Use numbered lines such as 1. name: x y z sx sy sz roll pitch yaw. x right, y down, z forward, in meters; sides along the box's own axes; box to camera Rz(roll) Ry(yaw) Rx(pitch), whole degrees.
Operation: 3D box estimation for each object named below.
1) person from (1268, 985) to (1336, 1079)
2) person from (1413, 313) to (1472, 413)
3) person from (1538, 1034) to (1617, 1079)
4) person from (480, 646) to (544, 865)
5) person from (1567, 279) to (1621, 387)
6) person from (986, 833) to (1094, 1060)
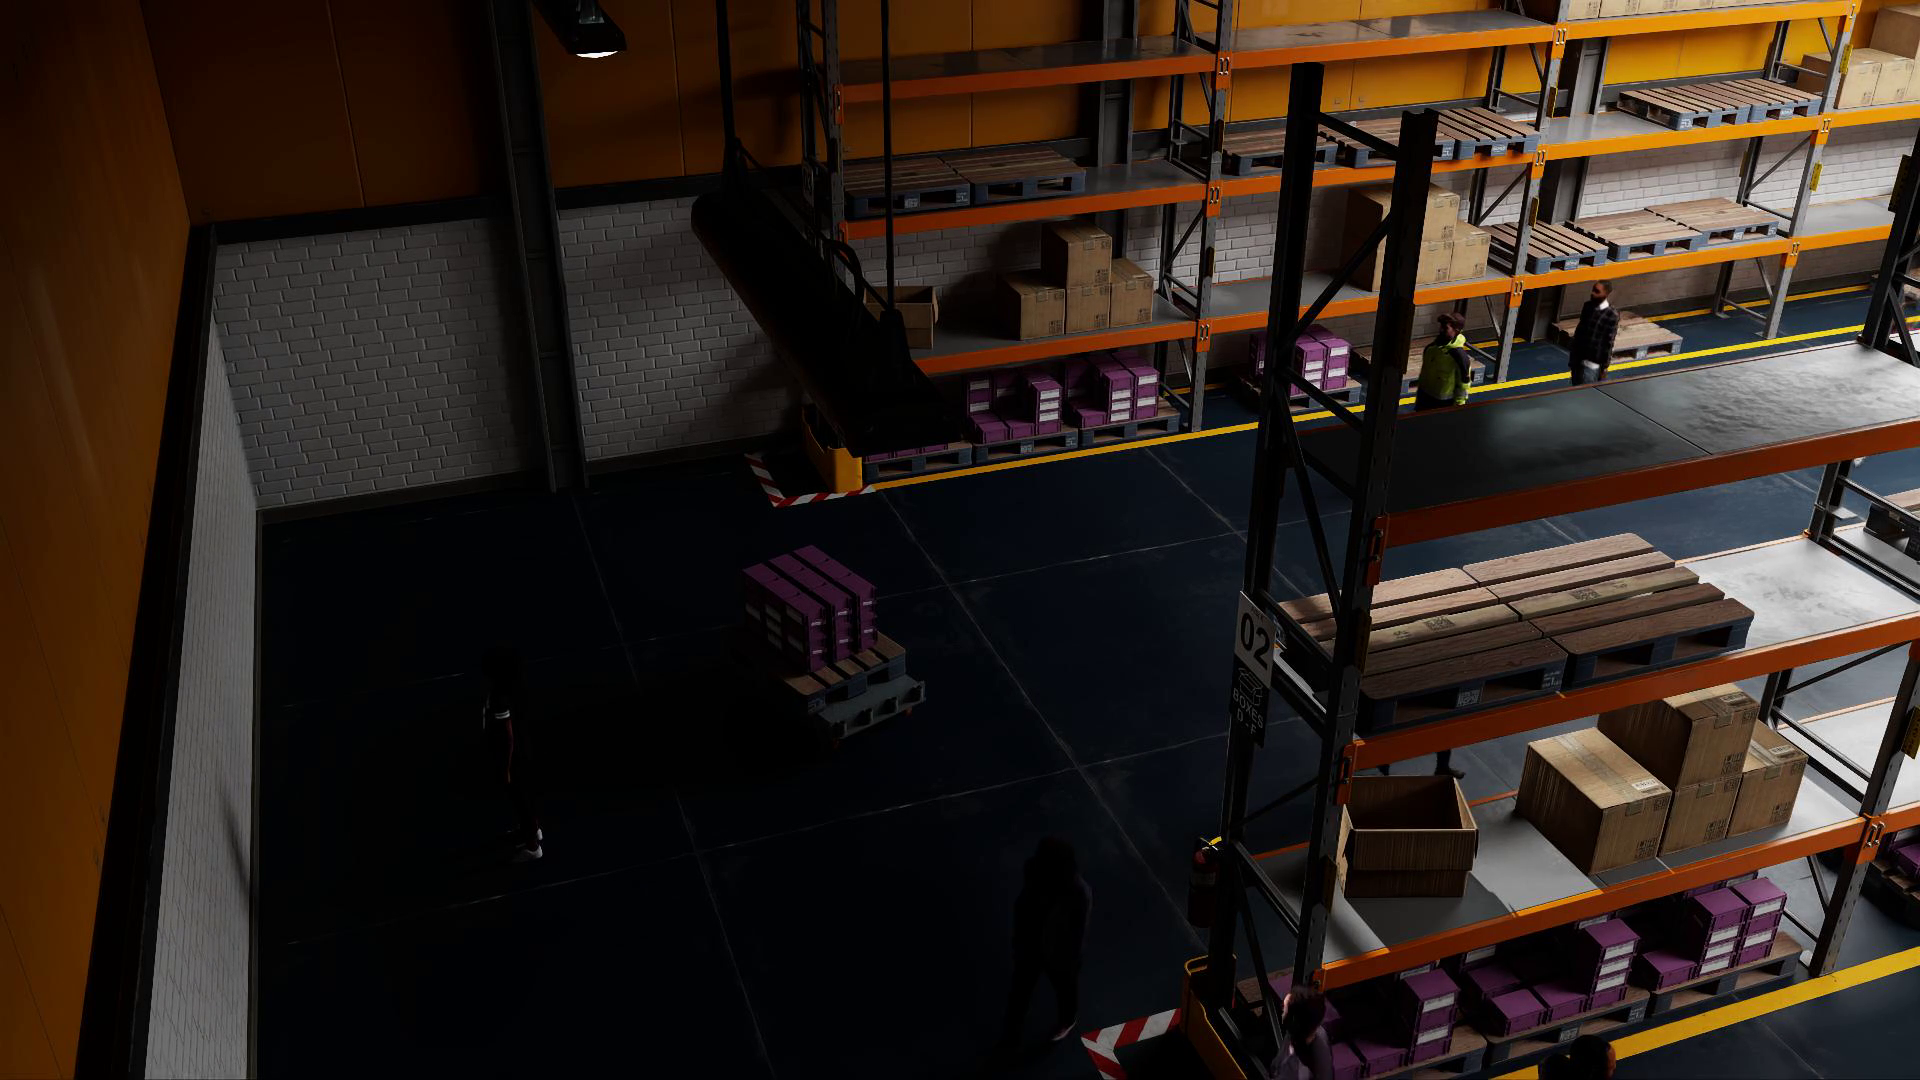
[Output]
1. person: 1.812 3.110 8.556 0.962 1.808 0.924 0 29 0
2. person: 4.770 -1.328 16.510 0.687 1.982 0.804 -14 32 -24
3. person: 2.969 3.183 8.323 0.732 1.903 0.753 -1 29 -1
4. person: -3.135 1.480 11.628 0.648 1.728 0.665 -3 29 -6
5. person: 6.820 -1.925 17.800 1.066 1.795 0.691 -12 31 -21
6. person: 0.600 2.418 10.068 0.911 1.575 1.024 21 35 33
